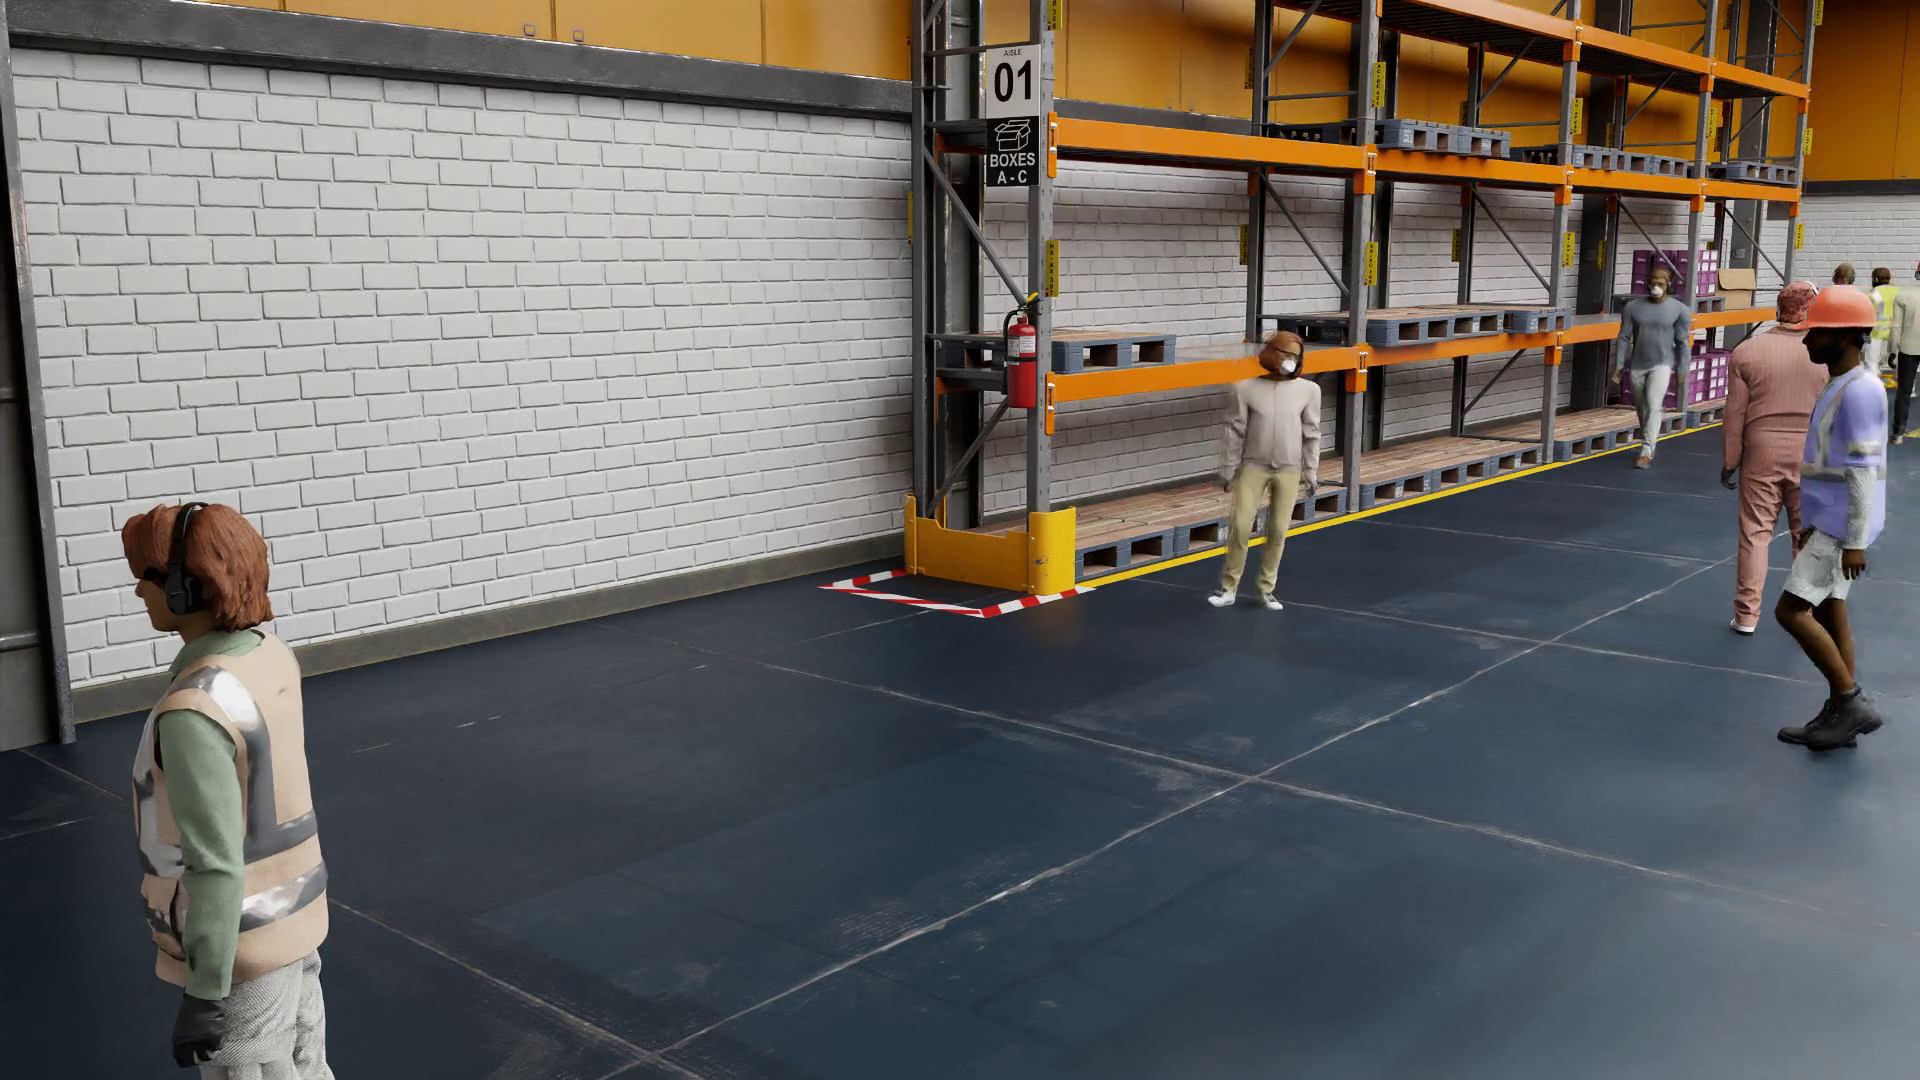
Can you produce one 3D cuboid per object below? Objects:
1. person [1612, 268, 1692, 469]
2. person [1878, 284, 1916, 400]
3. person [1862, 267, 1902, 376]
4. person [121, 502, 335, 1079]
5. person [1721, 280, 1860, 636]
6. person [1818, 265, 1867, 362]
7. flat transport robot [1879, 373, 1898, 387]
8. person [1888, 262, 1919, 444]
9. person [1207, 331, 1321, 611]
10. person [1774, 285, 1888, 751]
[{"bbox_3d":[6.651,-1.659,15.966,0.633,1.899,1.007,8,13,39],"label":"person"},{"bbox_3d":[12.653,-2.687,22.645,0.806,1.592,0.514,6,11,30],"label":"person"},{"bbox_3d":[12.004,-2.672,21.907,0.665,1.818,0.575,-3,11,-19],"label":"person"},{"bbox_3d":[-1.298,0.740,3.009,0.311,1.638,0.523,-2,10,-9],"label":"person"},{"bbox_3d":[4.407,-0.420,8.868,0.645,1.903,0.400,5,11,27],"label":"person"},{"bbox_3d":[10.280,-2.272,19.487,0.641,1.872,1.032,7,12,36],"label":"person"},{"bbox_3d":[13.149,-2.388,24.712,1.431,0.197,0.652,-2,10,-9],"label":"flat transport robot"},{"bbox_3d":[10.179,-2.002,17.610,0.620,1.994,0.381,6,11,29],"label":"person"},{"bbox_3d":[1.755,-0.385,9.497,0.586,1.609,0.296,1,10,6],"label":"person"},{"bbox_3d":[3.569,-0.069,6.815,0.435,1.924,0.559,4,11,21],"label":"person"}]
